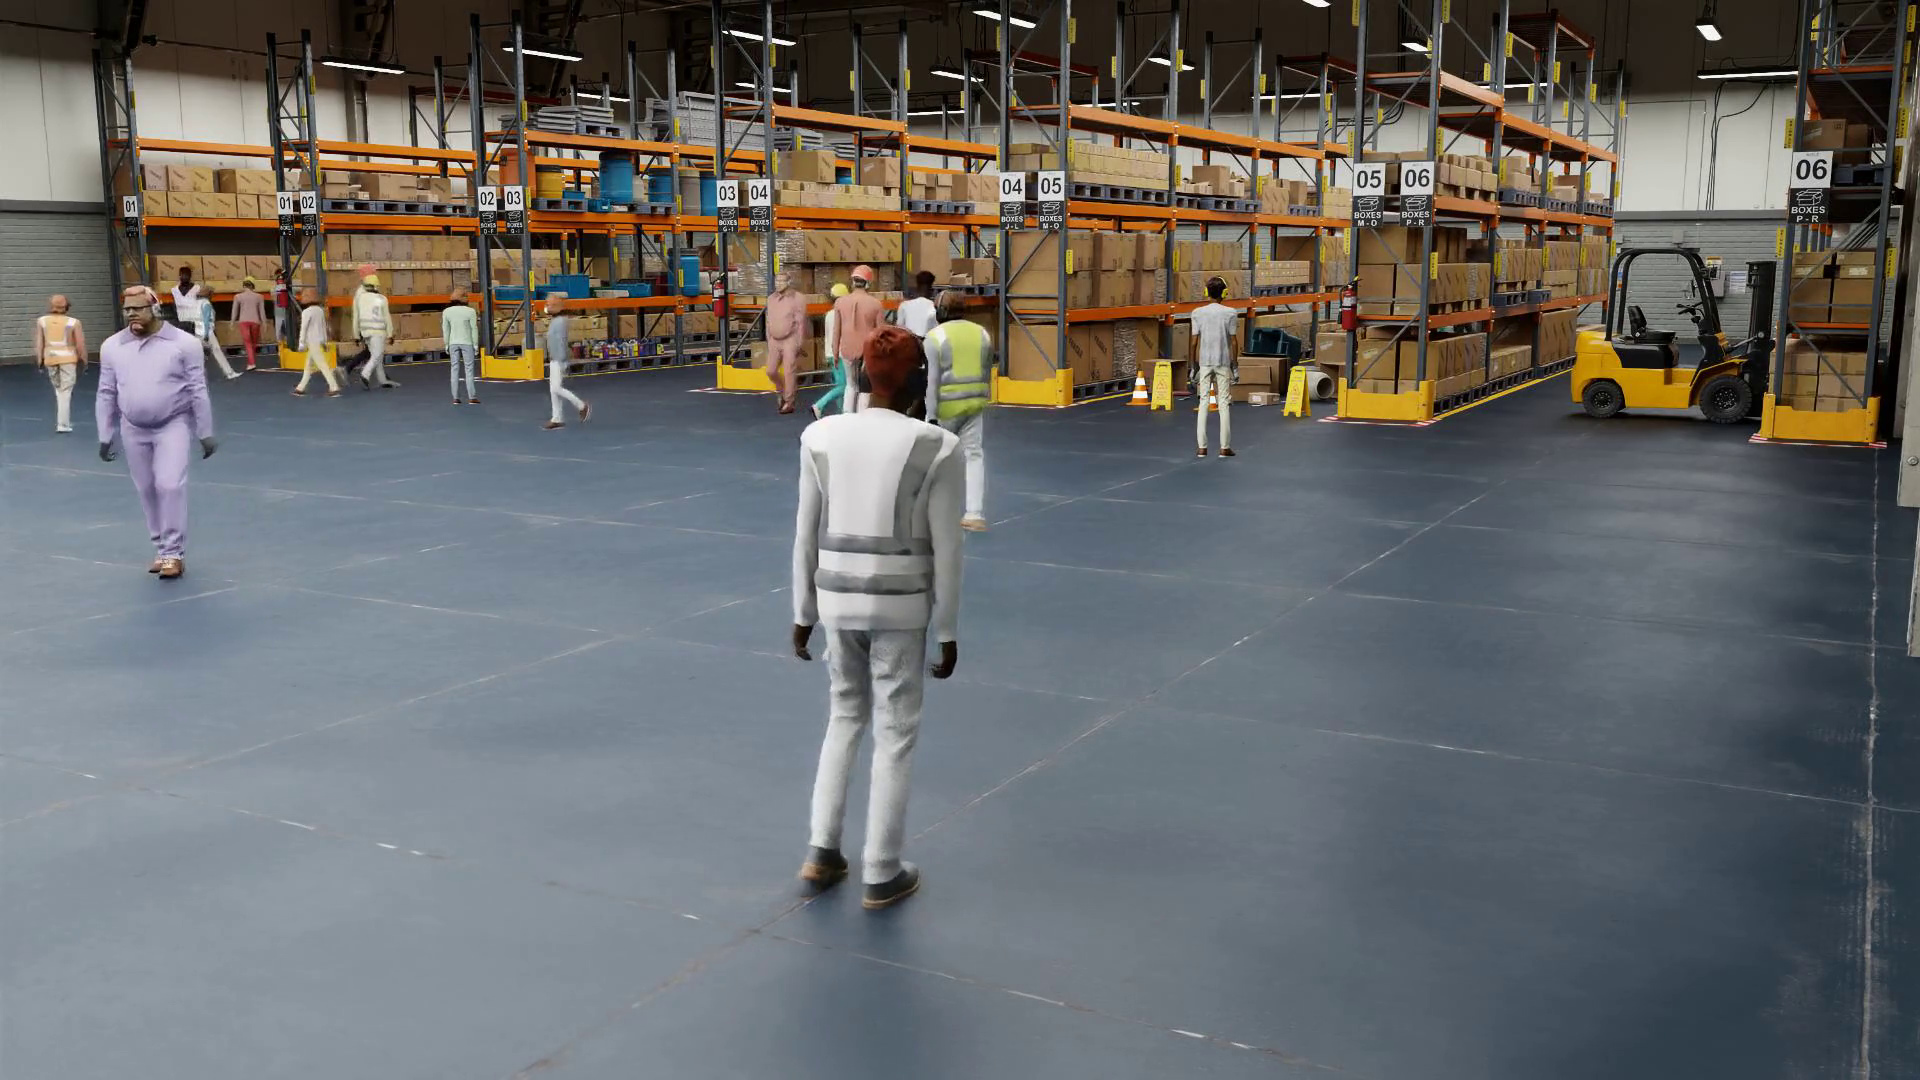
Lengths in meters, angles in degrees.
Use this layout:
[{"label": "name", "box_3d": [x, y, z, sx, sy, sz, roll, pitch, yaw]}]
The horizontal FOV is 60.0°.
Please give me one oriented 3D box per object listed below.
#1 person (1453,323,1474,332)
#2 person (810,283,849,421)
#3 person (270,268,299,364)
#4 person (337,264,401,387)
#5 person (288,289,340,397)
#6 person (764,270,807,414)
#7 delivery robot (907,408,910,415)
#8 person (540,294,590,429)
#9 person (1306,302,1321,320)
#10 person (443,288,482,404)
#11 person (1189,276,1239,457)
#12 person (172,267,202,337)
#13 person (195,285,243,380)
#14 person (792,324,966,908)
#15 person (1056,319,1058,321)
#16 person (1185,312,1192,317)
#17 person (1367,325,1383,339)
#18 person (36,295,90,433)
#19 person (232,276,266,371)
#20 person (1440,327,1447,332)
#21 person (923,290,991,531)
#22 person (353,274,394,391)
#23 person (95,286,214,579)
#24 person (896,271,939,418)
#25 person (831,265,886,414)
[{"label": "person", "box_3d": [11.357, -5.355, 37.589, 0.717, 2.000, 0.612, -7, 12, -35]}, {"label": "person", "box_3d": [-1.497, -2.199, 19.954, 0.640, 1.751, 0.535, -5, 11, -29]}, {"label": "person", "box_3d": [-13.102, -4.351, 32.294, 0.518, 1.850, 0.770, 0, 10, -1]}, {"label": "person", "box_3d": [-9.371, -3.363, 26.197, 0.900, 1.949, 0.650, 0, 10, -2]}, {"label": "person", "box_3d": [-9.560, -2.898, 24.522, 0.847, 1.582, 0.515, 1, 10, 6]}, {"label": "person", "box_3d": [-2.325, -2.603, 21.927, 0.646, 1.890, 0.443, 5, 11, 26]}, {"label": "delivery robot", "box_3d": [-0.734, -1.682, 20.160, 0.477, 0.478, 0.707, 2, 10, 9]}, {"label": "person", "box_3d": [-4.780, -2.136, 19.952, 0.502, 1.618, 0.520, -5, 11, -27]}, {"label": "person", "box_3d": [8.569, -5.830, 40.751, 0.785, 1.913, 0.653, 5, 11, 28]}, {"label": "person", "box_3d": [-6.987, -2.715, 23.322, 0.500, 1.633, 0.289, 1, 10, 7]}, {"label": "person", "box_3d": [2.631, -1.786, 17.193, 0.517, 1.873, 0.328, 3, 10, 19]}, {"label": "person", "box_3d": [-12.967, -3.628, 27.897, 0.591, 1.888, 0.657, 1, 10, 5]}, {"label": "person", "box_3d": [-12.425, -3.421, 27.566, 0.830, 1.594, 0.511, -9, 13, -44]}, {"label": "person", "box_3d": [-0.263, 0.245, 5.363, 0.598, 1.861, 0.444, 4, 10, 21]}, {"label": "person", "box_3d": [2.153, -4.488, 32.922, 0.646, 1.892, 1.022, 5, 11, 29]}, {"label": "person", "box_3d": [5.244, -5.179, 36.598, 0.642, 2.024, 0.425, 3, 10, 19]}, {"label": "person", "box_3d": [9.171, -5.092, 36.594, 0.509, 1.860, 0.333, 3, 10, 15]}, {"label": "person", "box_3d": [-10.576, -2.086, 19.678, 0.540, 1.607, 0.686, 0, 10, -2]}, {"label": "person", "box_3d": [-12.956, -3.942, 30.307, 0.562, 1.707, 0.913, -6, 11, -30]}, {"label": "person", "box_3d": [10.504, -5.041, 36.501, 0.656, 1.793, 0.838, -2, 10, -12]}, {"label": "person", "box_3d": [-0.092, -0.987, 12.687, 0.640, 1.813, 0.783, -6, 12, -32]}, {"label": "person", "box_3d": [-9.073, -3.181, 25.604, 0.605, 1.795, 0.846, 3, 10, 18]}, {"label": "person", "box_3d": [-5.237, -0.682, 10.717, 0.675, 1.875, 0.781, -1, 10, -4]}, {"label": "person", "box_3d": [-0.442, -2.080, 18.851, 0.603, 1.929, 0.987, 5, 11, 29]}, {"label": "person", "box_3d": [-1.122, -2.121, 18.852, 0.631, 1.971, 0.446, 3, 10, 16]}]
